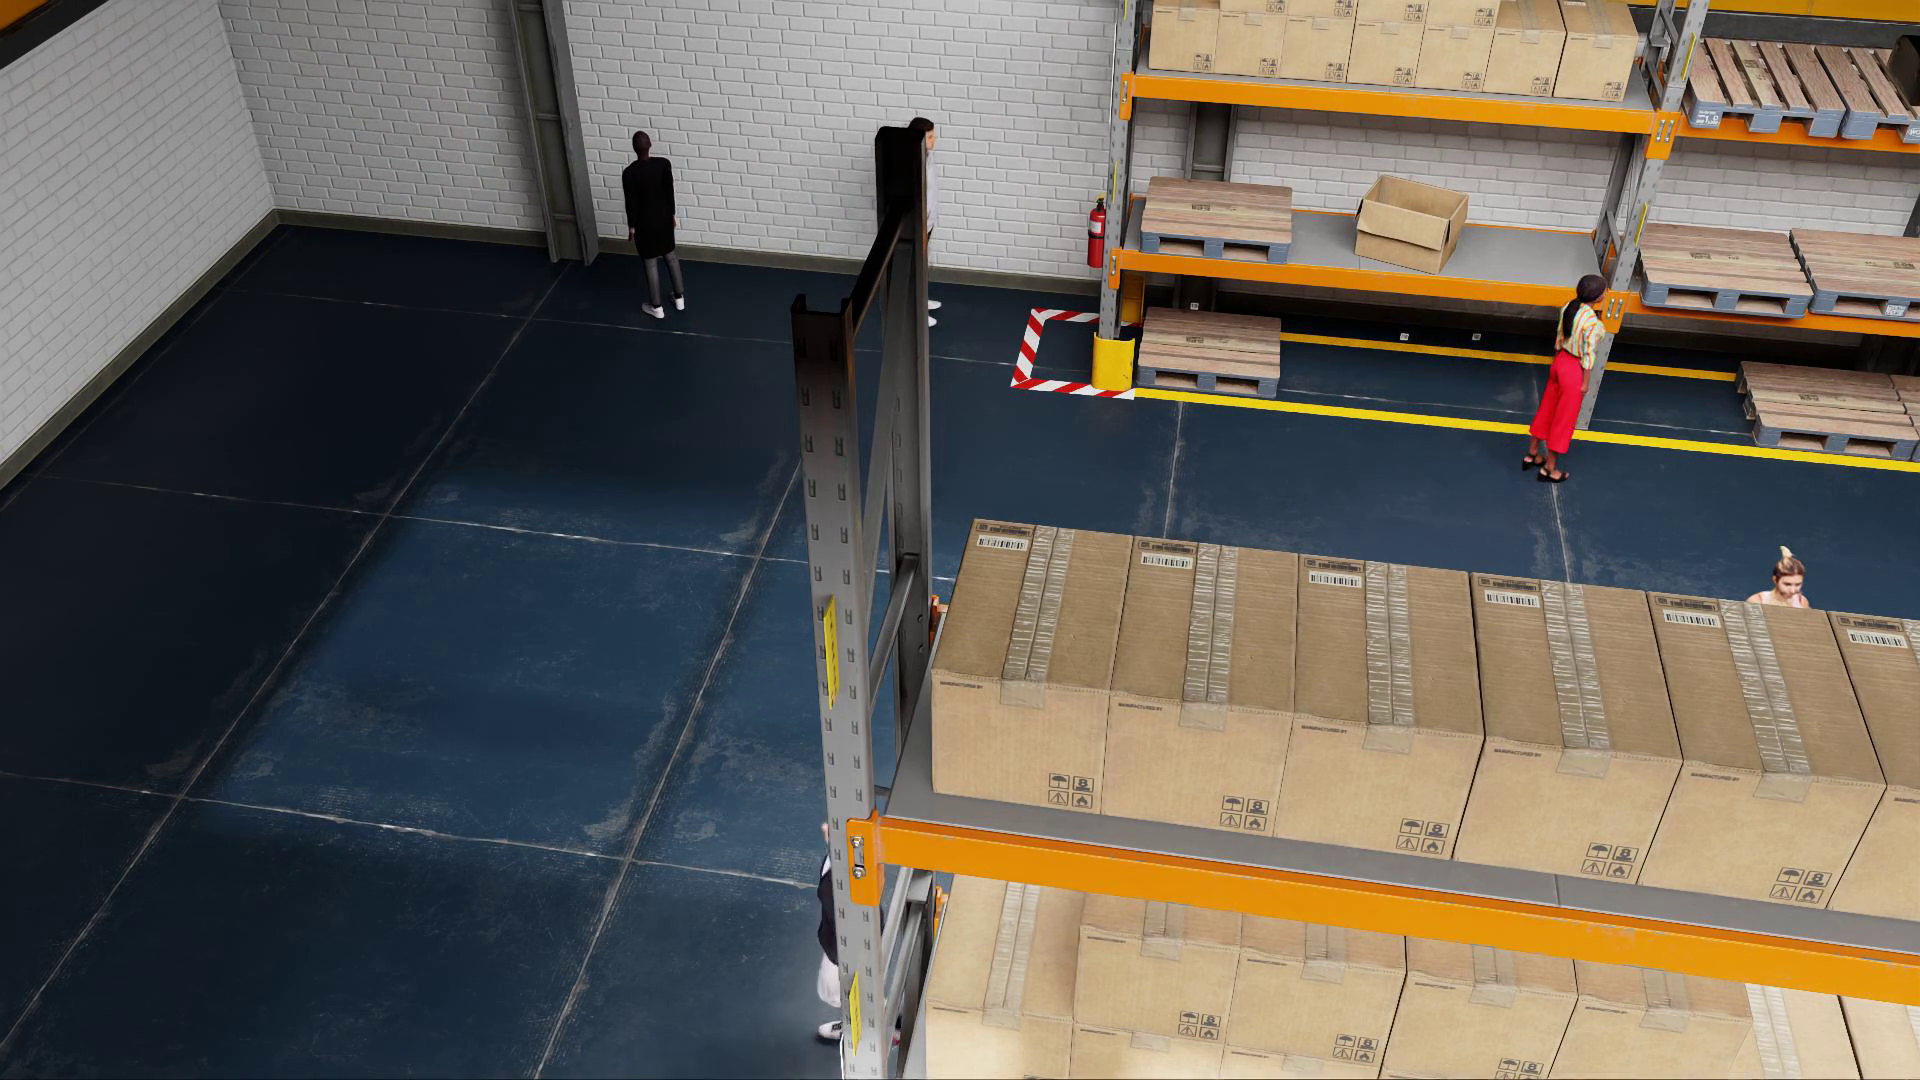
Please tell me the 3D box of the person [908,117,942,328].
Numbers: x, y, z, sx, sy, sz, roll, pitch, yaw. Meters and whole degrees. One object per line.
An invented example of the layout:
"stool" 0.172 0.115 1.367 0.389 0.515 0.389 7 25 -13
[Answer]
"person" -0.374 -2.835 14.733 0.573 1.927 0.689 4 39 5

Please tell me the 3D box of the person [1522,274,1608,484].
"person" 4.696 -1.252 12.858 0.688 1.792 0.688 -10 40 -12

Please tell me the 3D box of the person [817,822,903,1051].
"person" -0.478 2.012 8.655 0.825 1.937 0.750 2 39 3

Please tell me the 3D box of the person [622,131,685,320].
"person" -2.737 -2.819 14.846 0.721 1.761 0.775 -25 45 -28

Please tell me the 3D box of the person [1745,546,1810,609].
"person" 4.995 0.756 10.466 0.546 1.641 0.670 -2 39 -2
